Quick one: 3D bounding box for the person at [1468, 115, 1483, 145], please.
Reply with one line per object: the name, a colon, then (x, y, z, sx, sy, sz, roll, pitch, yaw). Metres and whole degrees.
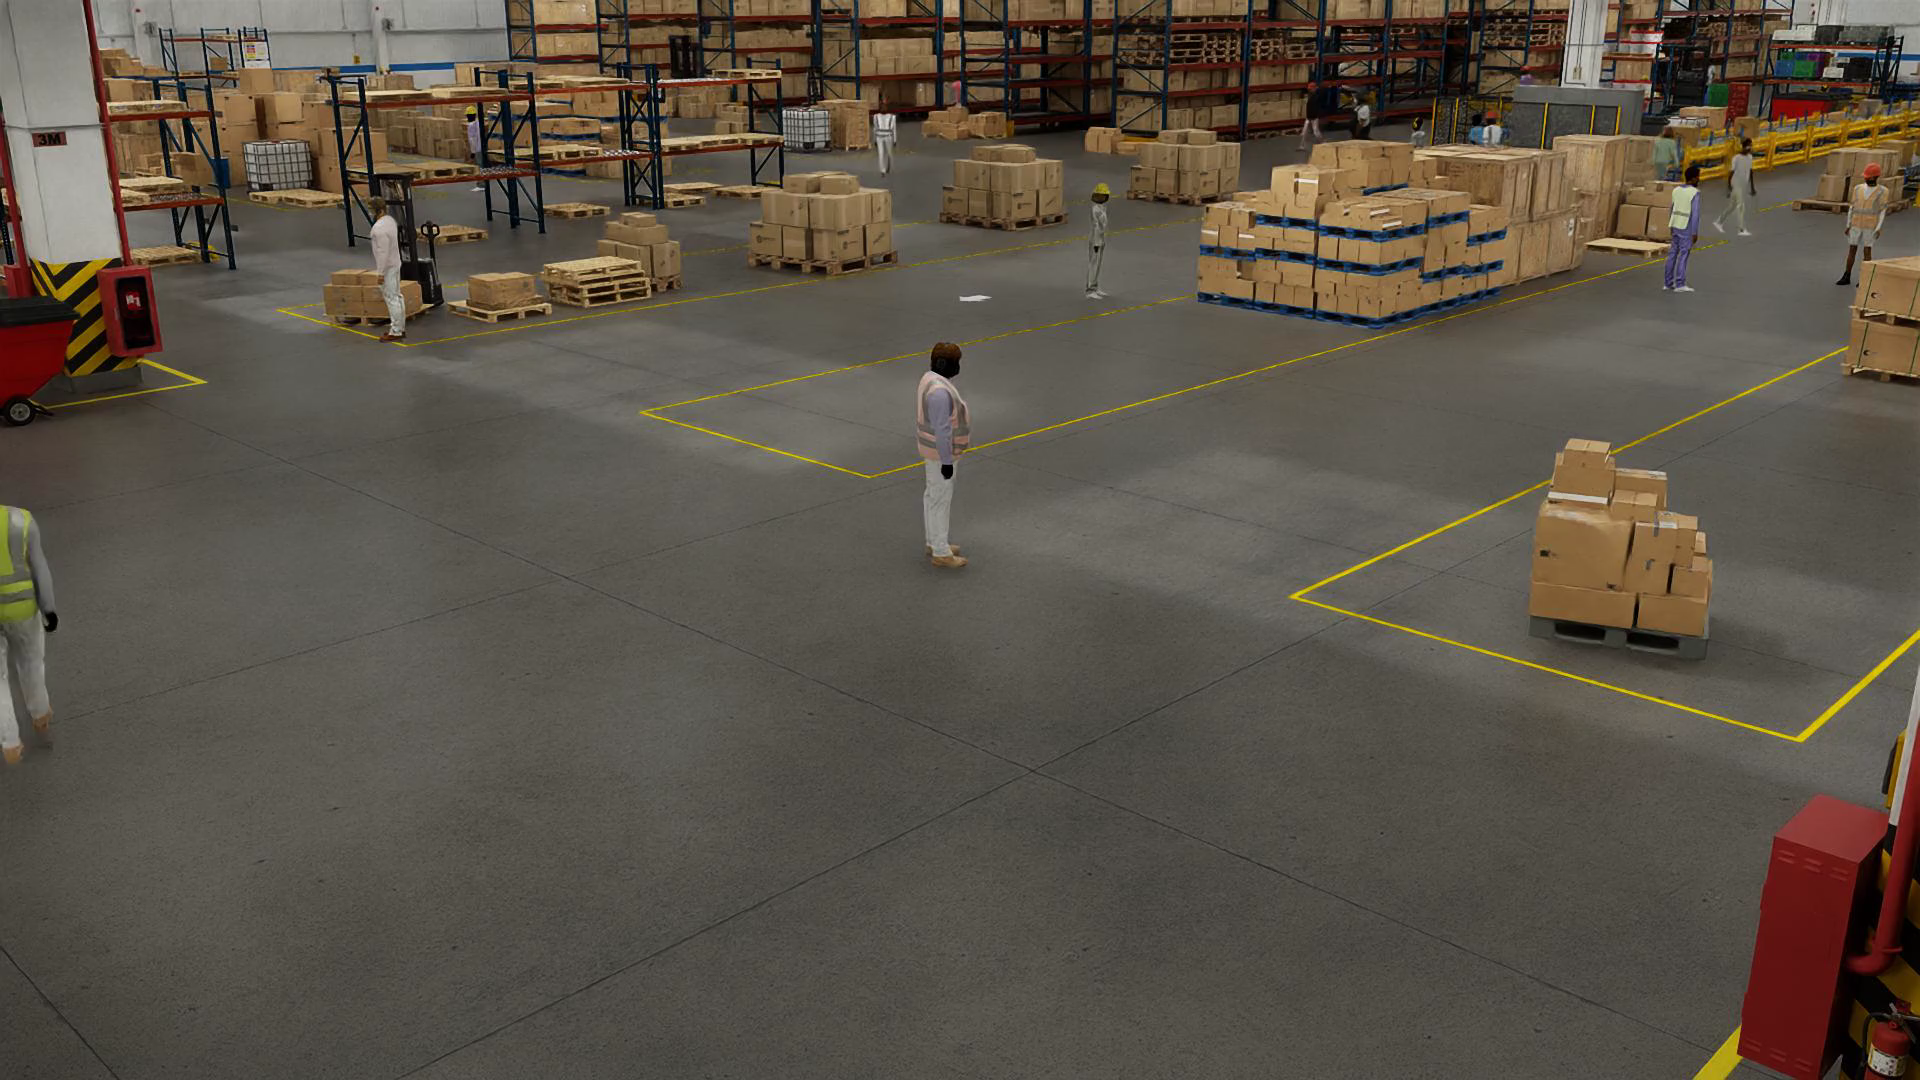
person: (12.267, -9.330, 39.802, 0.552, 1.644, 0.872, -15, 23, -37)

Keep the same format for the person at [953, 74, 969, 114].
person: (0.051, -14.688, 55.679, 0.433, 1.827, 0.650, -16, 24, -40)

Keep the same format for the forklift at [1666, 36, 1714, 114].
forklift: (27.341, -17.291, 61.877, 1.129, 2.768, 1.873, 17, 25, 41)

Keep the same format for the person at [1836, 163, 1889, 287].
person: (14.233, -4.950, 26.185, 0.375, 1.927, 0.543, -16, 24, -39)

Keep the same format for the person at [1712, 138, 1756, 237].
person: (14.889, -6.771, 31.827, 0.528, 1.835, 0.939, -10, 21, -27)

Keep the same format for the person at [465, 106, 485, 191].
person: (-11.246, -9.082, 38.632, 0.385, 1.928, 0.589, 1, 18, 3)

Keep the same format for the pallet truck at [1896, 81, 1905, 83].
pallet truck: (34.802, -16.331, 61.455, 0.653, 1.274, 1.630, 17, 25, 41)

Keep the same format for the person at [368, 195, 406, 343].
person: (-7.618, -3.598, 22.098, 0.372, 1.939, 0.631, -2, 18, -5)

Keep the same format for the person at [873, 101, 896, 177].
person: (-1.881, -10.045, 41.645, 0.576, 1.867, 0.636, 1, 18, 2)

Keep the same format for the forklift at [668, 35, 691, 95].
forklift: (-10.752, -17.943, 63.842, 1.129, 2.768, 1.873, 17, 25, 41)

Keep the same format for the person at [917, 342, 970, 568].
person: (-0.131, -0.700, 13.526, 0.429, 1.837, 0.620, -3, 19, -8)

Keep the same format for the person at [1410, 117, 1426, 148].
person: (9.913, -8.260, 36.245, 0.326, 1.874, 0.519, 16, 24, 40)

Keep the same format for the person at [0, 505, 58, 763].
person: (-5.925, 0.407, 10.226, 0.653, 1.805, 0.852, -10, 21, -27)

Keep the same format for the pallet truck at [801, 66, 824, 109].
pallet truck: (-4.812, -15.182, 56.903, 0.823, 1.965, 1.885, -9, 21, -26)

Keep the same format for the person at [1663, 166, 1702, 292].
person: (11.228, -4.824, 25.818, 0.392, 1.919, 0.591, -6, 19, -16)

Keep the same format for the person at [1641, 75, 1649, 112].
person: (22.907, -14.685, 55.778, 0.374, 1.757, 0.523, -16, 24, -40)

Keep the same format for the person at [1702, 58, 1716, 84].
person: (31.958, -19.725, 71.063, 0.551, 1.683, 0.394, 7, 20, 20)

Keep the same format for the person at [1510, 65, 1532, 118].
person: (20.473, -16.219, 60.238, 1.034, 1.882, 0.535, -2, 19, -7)

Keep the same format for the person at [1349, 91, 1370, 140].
person: (10.356, -10.689, 43.298, 1.011, 2.000, 0.716, -1, 18, -2)

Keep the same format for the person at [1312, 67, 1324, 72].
person: (14.504, -18.730, 67.815, 0.643, 1.857, 0.988, -16, 24, -40)

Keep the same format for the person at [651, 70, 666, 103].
person: (-10.237, -14.969, 56.401, 0.587, 1.911, 0.397, 7, 20, 20)

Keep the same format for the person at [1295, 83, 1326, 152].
person: (10.190, -12.153, 47.842, 0.951, 1.966, 0.607, -6, 19, -18)

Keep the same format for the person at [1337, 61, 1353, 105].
person: (15.385, -18.522, 66.990, 0.999, 2.005, 0.618, 12, 22, 32)

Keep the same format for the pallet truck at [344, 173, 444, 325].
pallet truck: (-8.209, -4.181, 23.757, 0.823, 1.965, 1.885, 3, 19, 9)

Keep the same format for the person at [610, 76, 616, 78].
person: (-11.937, -15.221, 57.581, 0.306, 1.640, 0.523, -15, 24, -39)

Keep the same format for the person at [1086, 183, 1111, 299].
person: (2.112, -4.538, 25.247, 0.336, 1.733, 0.480, 5, 19, 15)

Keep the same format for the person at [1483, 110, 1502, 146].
person: (11.940, -8.773, 37.750, 0.575, 1.891, 0.949, -10, 21, -27)

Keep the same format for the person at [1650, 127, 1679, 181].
person: (15.704, -8.370, 37.002, 0.847, 1.586, 0.519, -7, 20, -21)

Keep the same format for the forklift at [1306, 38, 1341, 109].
forklift: (12.952, -16.776, 60.324, 1.129, 2.768, 1.873, 17, 25, 41)

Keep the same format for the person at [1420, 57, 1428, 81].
person: (21.331, -21.585, 76.502, 0.586, 1.803, 0.856, 15, 23, 37)
